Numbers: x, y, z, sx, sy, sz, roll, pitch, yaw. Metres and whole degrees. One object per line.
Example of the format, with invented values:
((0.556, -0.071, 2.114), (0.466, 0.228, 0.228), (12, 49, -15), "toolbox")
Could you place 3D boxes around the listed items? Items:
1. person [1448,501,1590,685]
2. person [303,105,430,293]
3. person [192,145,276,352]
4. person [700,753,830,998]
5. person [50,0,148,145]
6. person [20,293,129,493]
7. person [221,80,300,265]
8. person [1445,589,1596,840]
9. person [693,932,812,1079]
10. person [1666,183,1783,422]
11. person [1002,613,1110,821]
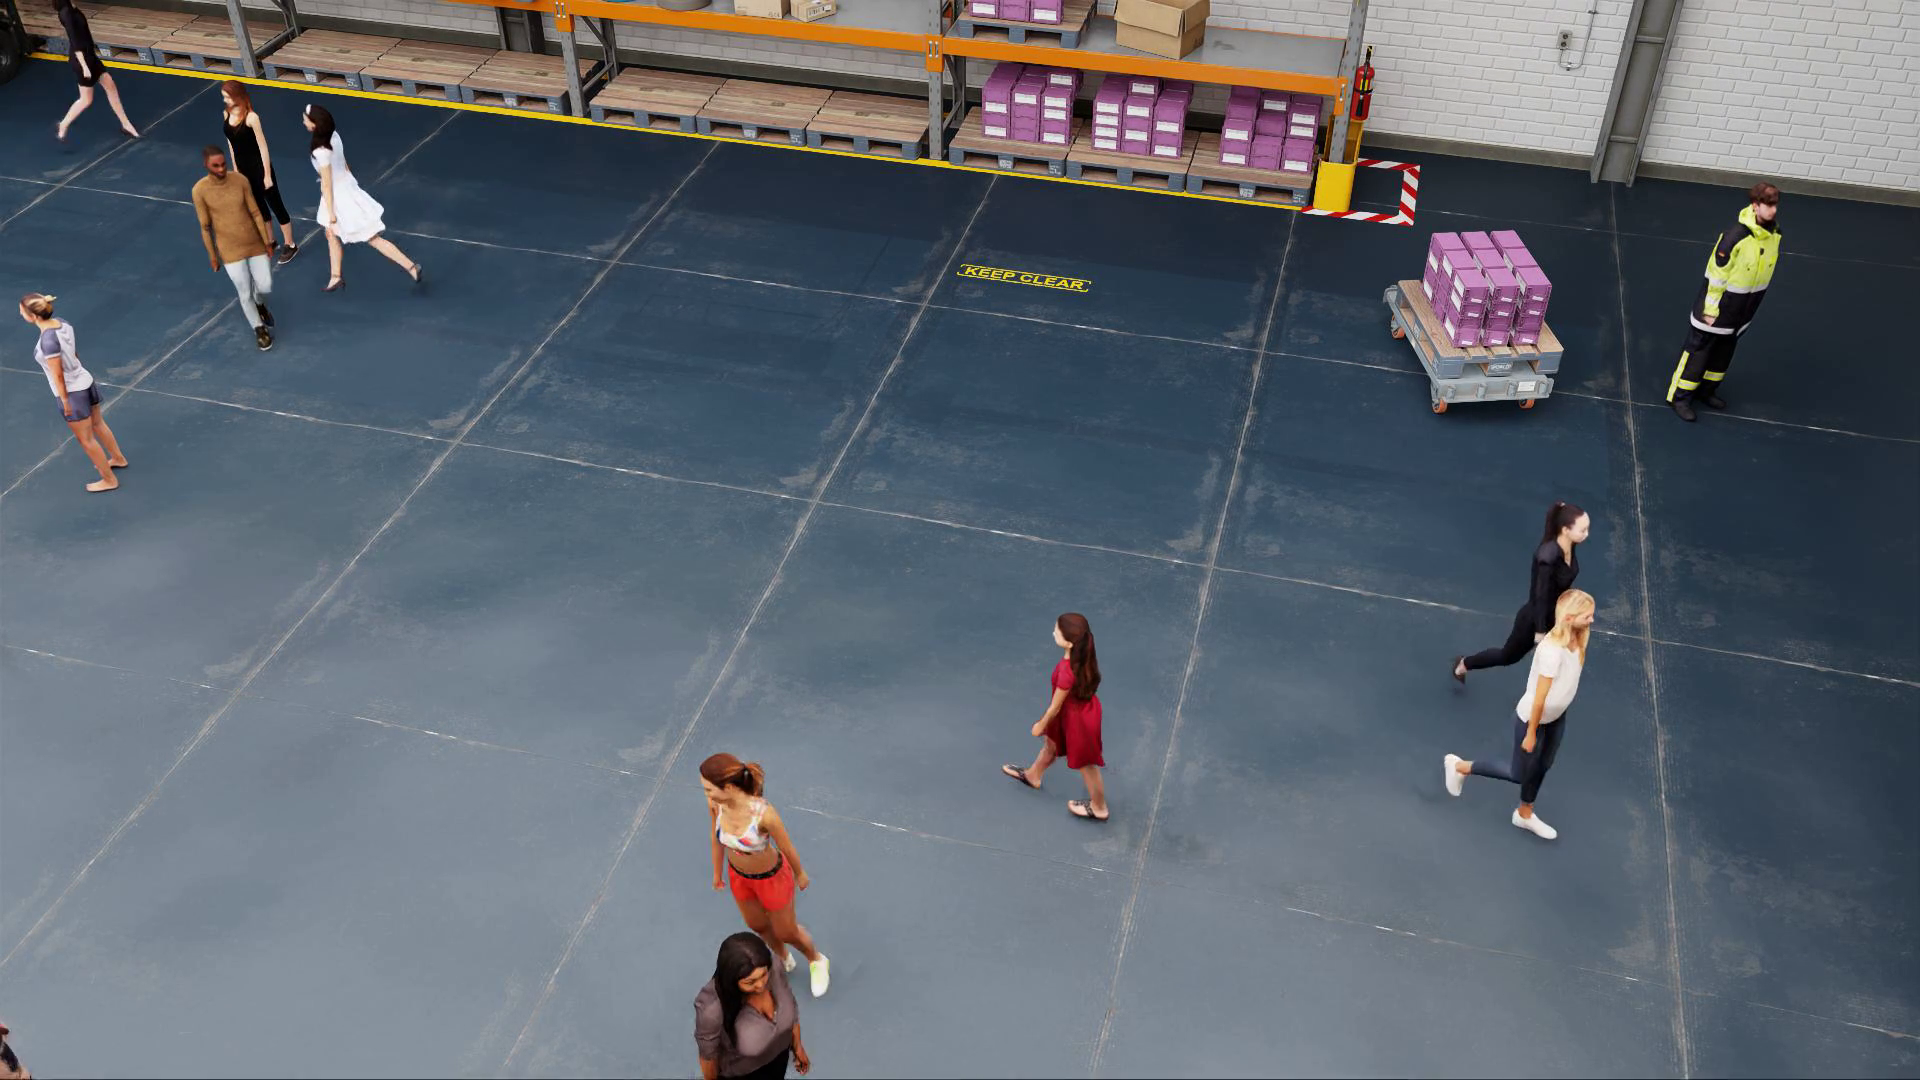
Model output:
((3.506, 0.467, 10.267), (0.936, 1.681, 1.124), (-30, 47, -32), "person")
((-5.221, -2.888, 14.395), (1.296, 1.773, 0.912), (-2, 39, -3), "person")
((-6.020, -2.477, 13.854), (0.865, 1.804, 0.926), (-22, 43, -25), "person")
((-0.984, 1.727, 8.633), (0.644, 1.752, 0.825), (7, 39, 9), "person")
((-8.910, -4.783, 16.766), (1.176, 1.775, 0.989), (-11, 40, -13), "person")
((-6.542, -1.111, 12.292), (0.639, 1.620, 0.633), (-5, 39, -7), "person")
((-6.349, -3.345, 15.008), (0.504, 1.722, 0.666), (17, 42, 20), "person")
((3.239, 0.978, 9.536), (1.051, 1.796, 0.866), (29, 47, 31), "person")
((-1.039, 2.382, 7.755), (0.800, 1.824, 0.756), (27, 46, 29), "person")
((5.995, -1.882, 12.967), (0.844, 1.983, 0.923), (-17, 42, -20), "person")
((0.748, 1.066, 9.644), (0.940, 1.524, 0.563), (12, 40, 15), "person")
